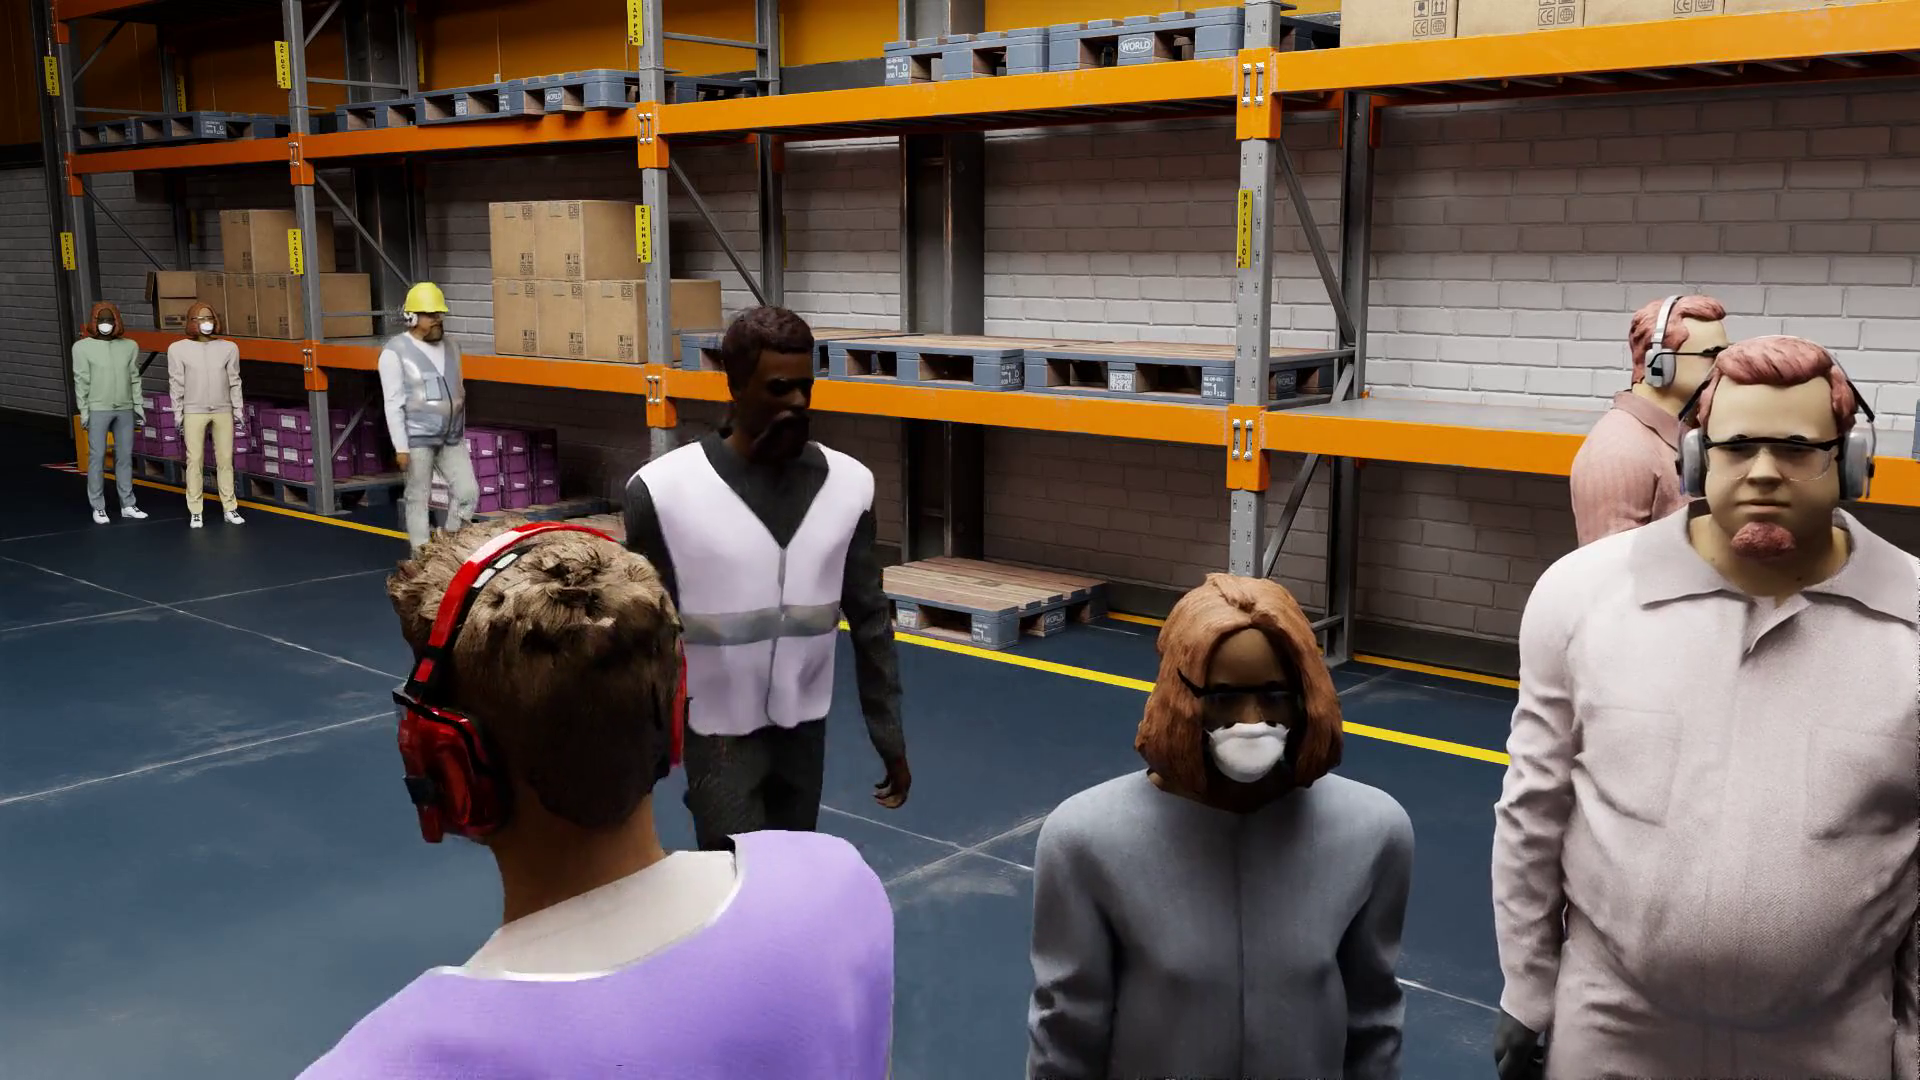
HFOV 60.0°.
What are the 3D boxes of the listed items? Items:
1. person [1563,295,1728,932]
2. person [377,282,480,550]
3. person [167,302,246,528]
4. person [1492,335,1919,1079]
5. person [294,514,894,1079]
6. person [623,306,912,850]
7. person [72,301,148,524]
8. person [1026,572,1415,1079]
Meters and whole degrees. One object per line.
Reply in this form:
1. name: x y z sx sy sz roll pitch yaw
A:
1. person: 1.757 0.345 4.200 0.409 1.908 0.639 7 12 34
2. person: -3.125 -0.615 9.912 0.512 1.816 0.625 6 12 32
3. person: -5.474 -0.911 12.116 0.502 1.636 0.280 -8 13 -38
4. person: 1.070 0.672 2.337 0.643 1.910 0.400 4 11 24
5. person: -0.227 0.887 1.335 0.670 1.830 0.585 9 13 41
6. person: -0.391 0.448 3.641 0.620 1.893 0.704 -7 12 -36
7. person: -6.289 -0.947 12.334 0.285 1.631 0.501 7 12 35
8. person: 0.334 0.841 2.149 0.503 1.632 0.271 -1 10 -8
